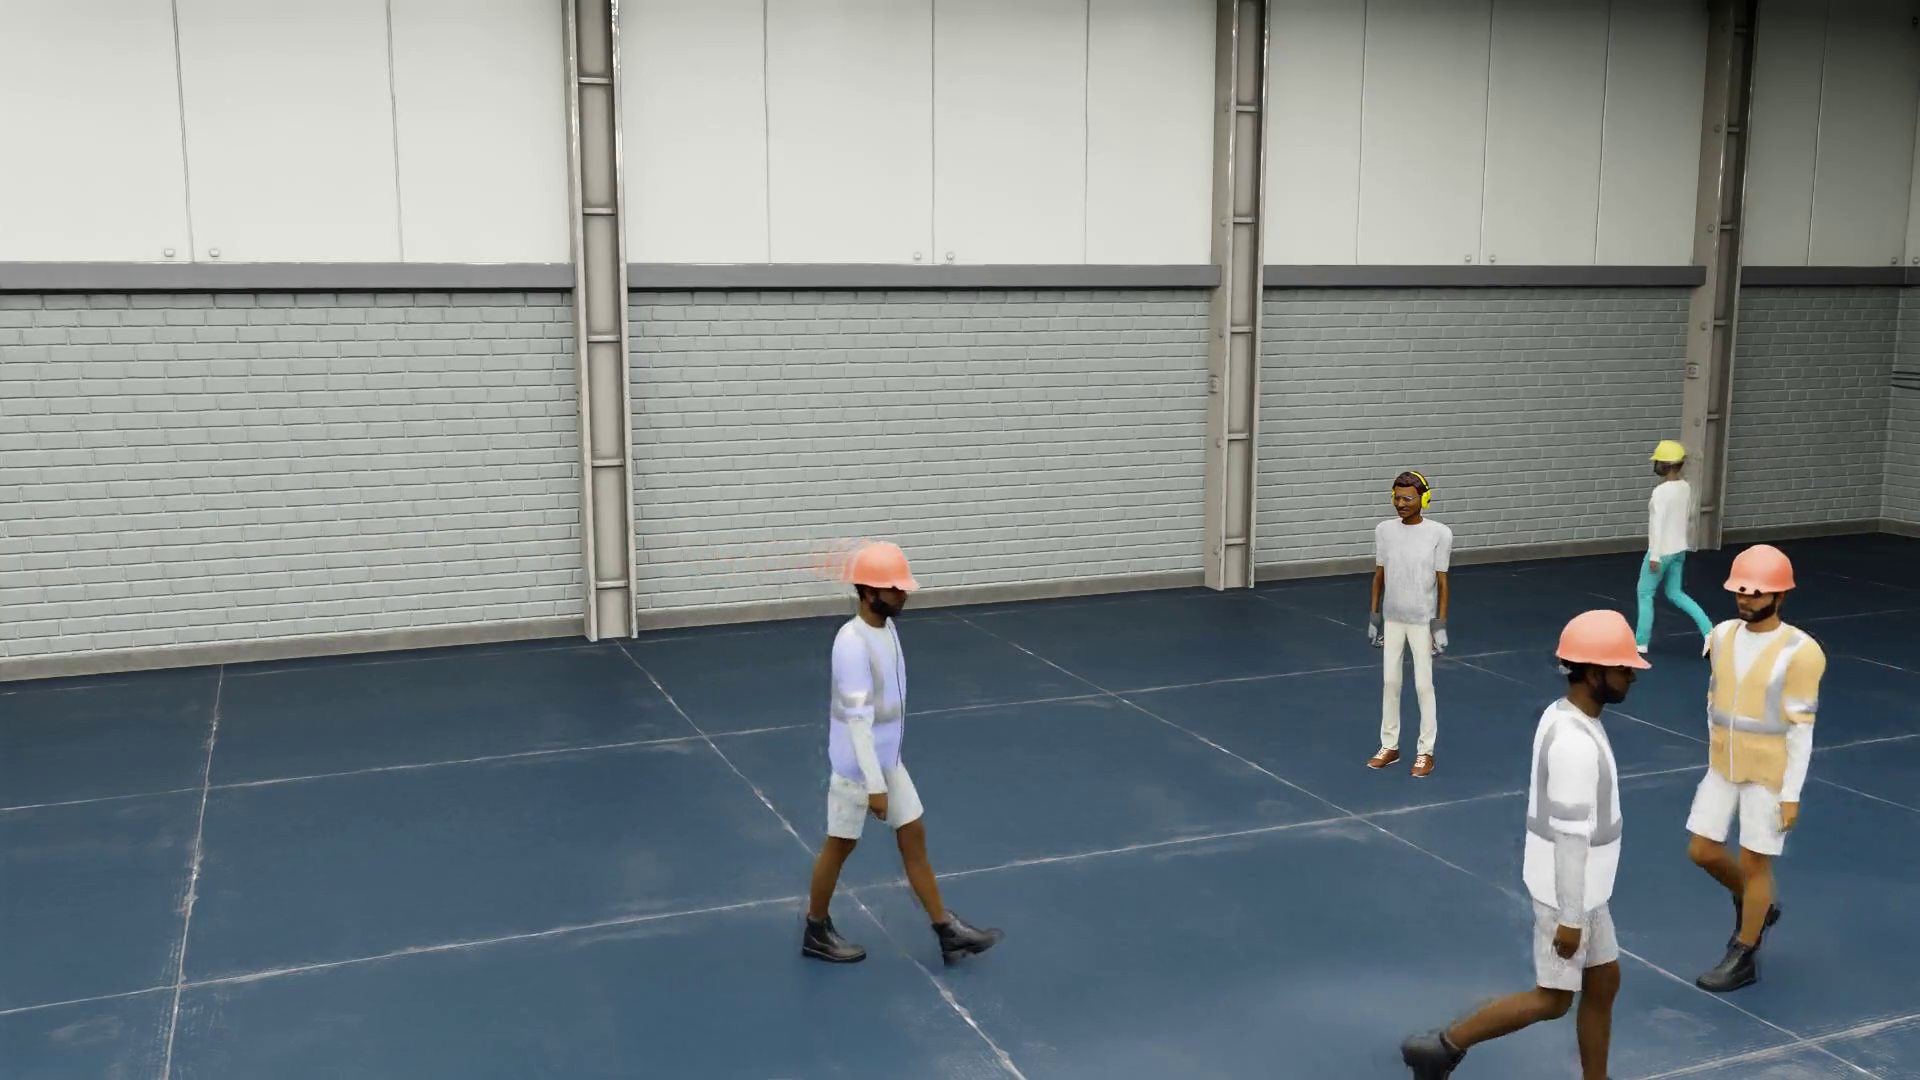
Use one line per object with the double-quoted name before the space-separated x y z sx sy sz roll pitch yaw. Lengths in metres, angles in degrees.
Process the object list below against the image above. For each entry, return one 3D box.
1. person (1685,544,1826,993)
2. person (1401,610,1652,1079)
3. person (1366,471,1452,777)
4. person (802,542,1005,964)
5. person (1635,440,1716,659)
"person" 3.370 0.964 7.036 0.473 1.922 0.547 -5 10 -27
"person" 2.041 1.171 5.799 0.845 1.911 0.551 3 10 20
"person" 2.728 0.504 10.129 0.509 1.863 0.311 7 11 37
"person" -0.288 0.954 7.180 0.963 1.887 0.576 3 10 19
"person" 5.634 0.083 13.133 0.526 1.743 0.740 -8 12 -40
